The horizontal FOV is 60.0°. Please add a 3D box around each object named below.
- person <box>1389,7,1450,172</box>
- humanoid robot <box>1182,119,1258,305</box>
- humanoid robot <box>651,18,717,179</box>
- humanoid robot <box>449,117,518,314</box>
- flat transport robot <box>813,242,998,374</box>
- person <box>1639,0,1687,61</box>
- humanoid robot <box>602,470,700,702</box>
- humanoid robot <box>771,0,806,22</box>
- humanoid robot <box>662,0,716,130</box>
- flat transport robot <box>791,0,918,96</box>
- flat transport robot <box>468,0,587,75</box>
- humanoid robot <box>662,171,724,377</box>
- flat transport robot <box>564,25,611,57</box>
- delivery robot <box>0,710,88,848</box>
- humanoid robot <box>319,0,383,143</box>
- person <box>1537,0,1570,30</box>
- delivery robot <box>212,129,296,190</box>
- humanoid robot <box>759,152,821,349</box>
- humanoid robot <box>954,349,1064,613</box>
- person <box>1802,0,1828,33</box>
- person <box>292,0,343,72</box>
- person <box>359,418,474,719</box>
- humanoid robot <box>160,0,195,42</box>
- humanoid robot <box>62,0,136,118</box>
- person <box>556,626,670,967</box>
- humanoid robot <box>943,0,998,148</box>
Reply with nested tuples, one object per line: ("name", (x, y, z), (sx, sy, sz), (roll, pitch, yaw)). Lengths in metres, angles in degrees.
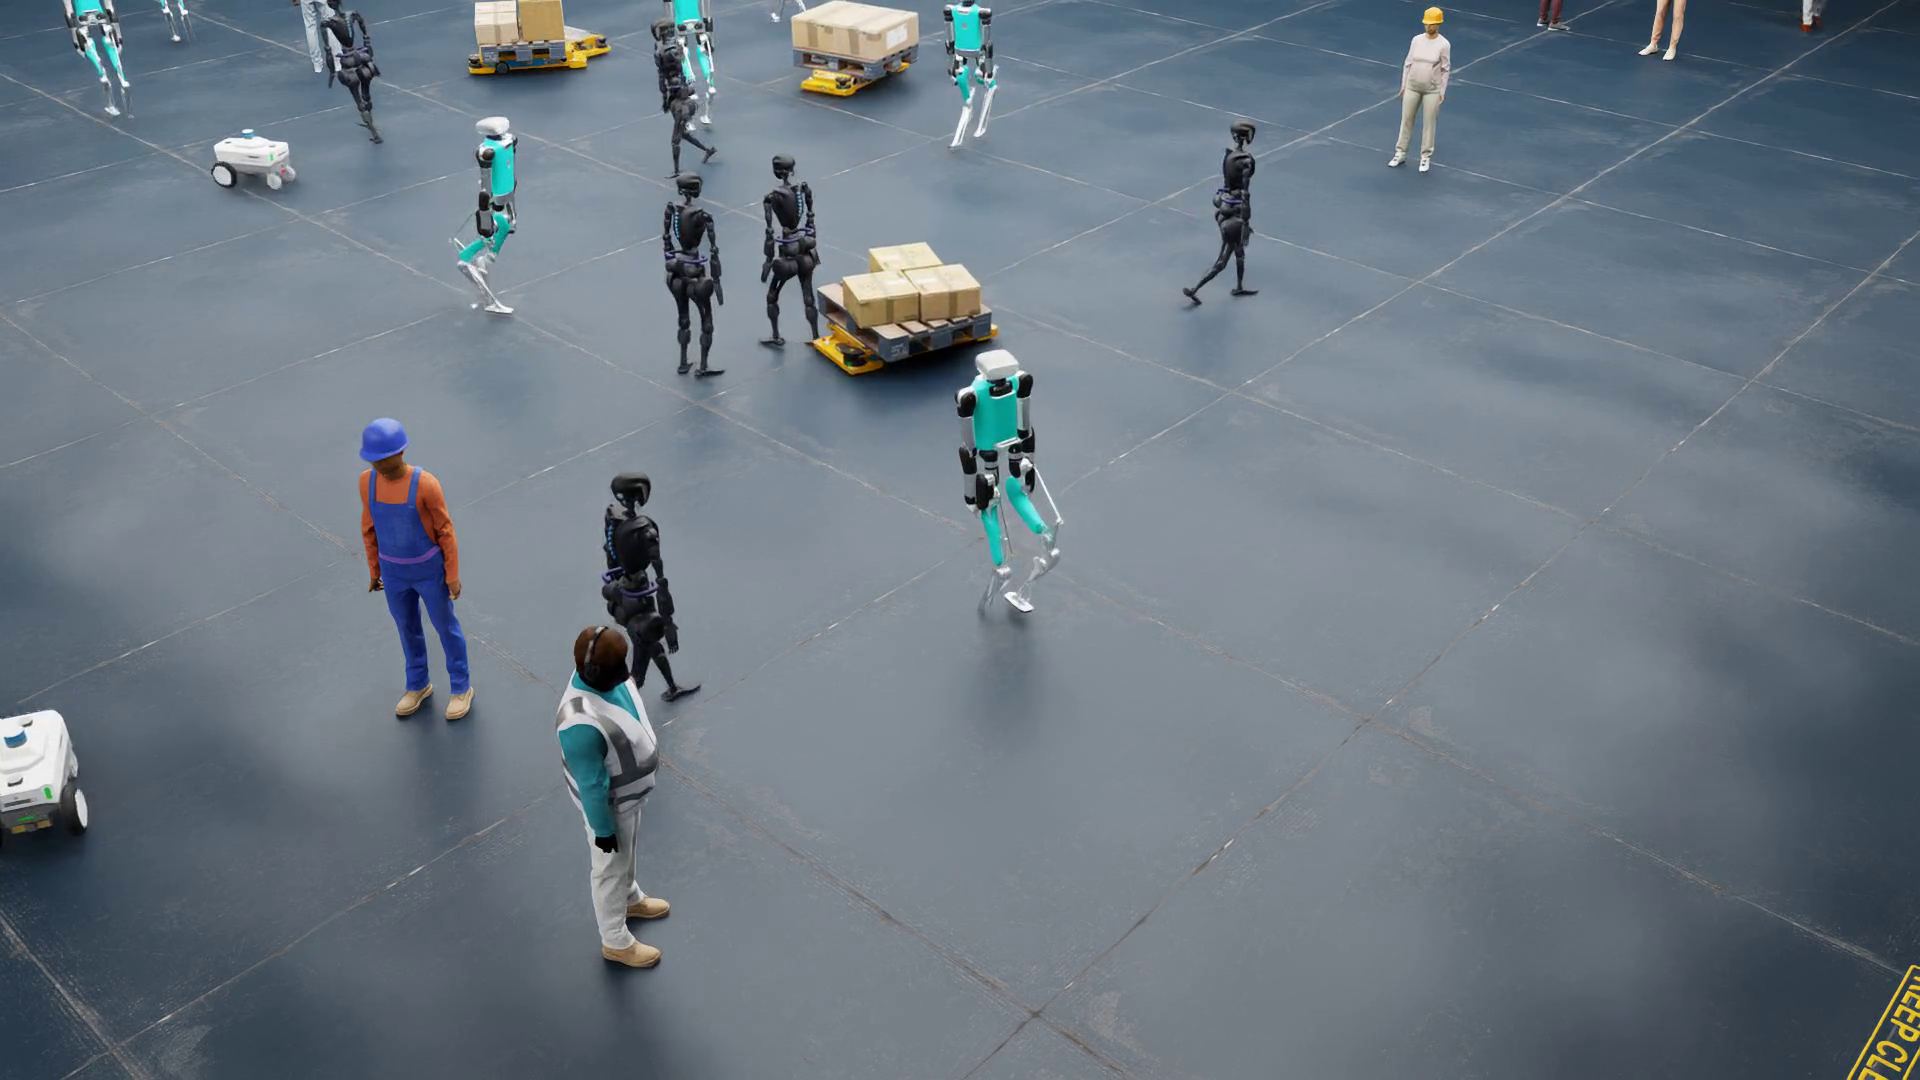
("person", (4.848, -4.709, 17.381), (0.468, 1.696, 0.330), (18, 36, 26))
("humanoid robot", (2.316, -2.855, 14.457), (0.756, 1.637, 0.599), (-5, 32, -8))
("humanoid robot", (-2.859, -4.619, 17.289), (0.692, 1.623, 0.604), (-20, 37, -29))
("humanoid robot", (-4.099, -2.680, 14.175), (0.789, 1.891, 0.547), (8, 33, 12))
("flat transport robot", (-0.452, -1.737, 13.951), (1.431, 0.231, 0.659), (-19, 36, -27))
("person", (9.008, -7.015, 20.929), (0.343, 1.873, 0.527), (-27, 41, -36))
("humanoid robot", (-1.814, 0.350, 9.302), (0.778, 1.627, 0.611), (-26, 40, -35))
("humanoid robot", (-2.247, -7.801, 22.401), (0.866, 1.863, 0.555), (9, 33, 14))
("humanoid robot", (-2.921, -5.344, 18.405), (0.544, 1.837, 0.703), (-12, 34, -19))
("flat transport robot", (-1.285, -5.764, 20.436), (0.659, 0.231, 1.431), (17, 36, 26))
("flat transport robot", (-5.462, -6.117, 21.003), (1.431, 0.231, 0.659), (-7, 33, -11))
("humanoid robot", (-2.149, -2.109, 13.225), (0.599, 1.653, 0.382), (21, 37, 30))
("flat transport robot", (-5.265, -6.472, 21.576), (1.431, 0.231, 0.659), (21, 38, 30))
("delivery robot", (-4.957, 1.261, 8.853), (0.499, 0.594, 0.782), (-11, 33, -17))
("humanoid robot", (-6.675, -5.205, 18.222), (0.620, 1.636, 0.601), (24, 39, 33))
("person", (8.032, -7.752, 22.173), (0.368, 1.813, 0.540), (-9, 33, -14))
("delivery robot", (-7.337, -3.954, 17.247), (0.791, 0.592, 0.499), (7, 33, 11))
("humanoid robot", (-1.386, -2.355, 13.628), (0.511, 1.649, 0.616), (22, 38, 32))
("humanoid robot", (0.354, -0.221, 10.179), (0.537, 1.841, 0.750), (-20, 37, -29))
("person", (11.462, -7.676, 22.056), (0.543, 1.812, 0.435), (11, 33, 17))
("person", (-7.929, -6.723, 20.418), (0.595, 1.918, 0.382), (-4, 32, -7))
("person", (-3.067, 0.166, 9.333), (0.537, 1.907, 0.360), (4, 32, 7))
("humanoid robot", (-10.273, -7.260, 21.483), (0.540, 1.836, 0.669), (-19, 37, -28))
("humanoid robot", (-9.687, -5.555, 18.760), (0.540, 1.824, 0.827), (-18, 36, -26))
("person", (-1.603, 1.174, 7.776), (0.429, 1.839, 0.631), (1, 32, 1))
("humanoid robot", (0.161, -5.106, 17.987), (0.536, 1.760, 0.943), (12, 34, 18))
